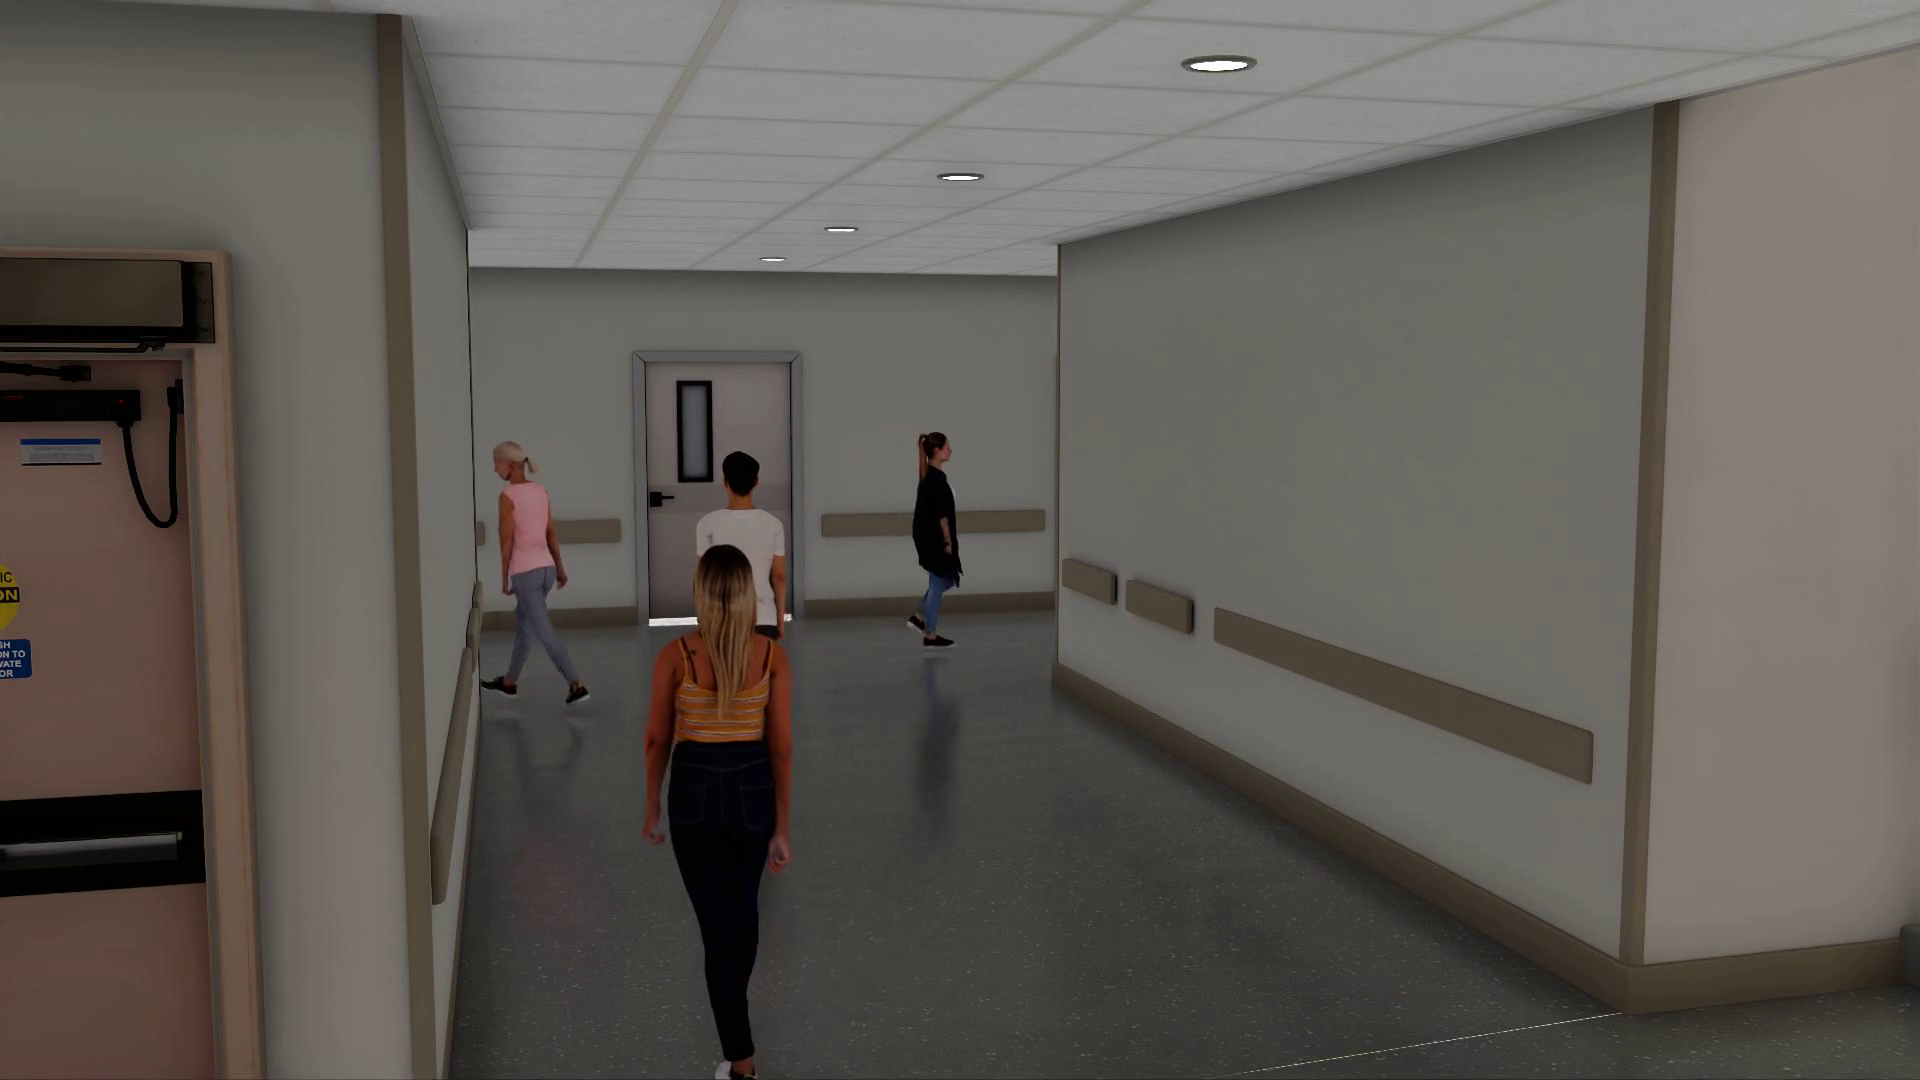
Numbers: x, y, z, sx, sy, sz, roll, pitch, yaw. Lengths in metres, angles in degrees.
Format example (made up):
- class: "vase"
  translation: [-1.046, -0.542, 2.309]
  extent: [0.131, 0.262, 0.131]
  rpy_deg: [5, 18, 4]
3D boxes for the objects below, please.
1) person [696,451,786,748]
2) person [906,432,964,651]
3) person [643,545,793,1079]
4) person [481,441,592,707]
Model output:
- class: "person"
  translation: [-1.132, 0.398, 8.566]
  extent: [0.464, 1.718, 0.672]
  rpy_deg: [-2, 6, -17]
- class: "person"
  translation: [-0.274, 0.014, 12.746]
  extent: [0.700, 1.676, 0.655]
  rpy_deg: [-1, 6, -12]
- class: "person"
  translation: [-0.676, 0.849, 4.862]
  extent: [0.963, 1.594, 0.697]
  rpy_deg: [-2, 6, -22]
- class: "person"
  translation: [-2.615, 0.258, 10.390]
  extent: [1.178, 1.662, 1.111]
  rpy_deg: [4, 7, 34]
